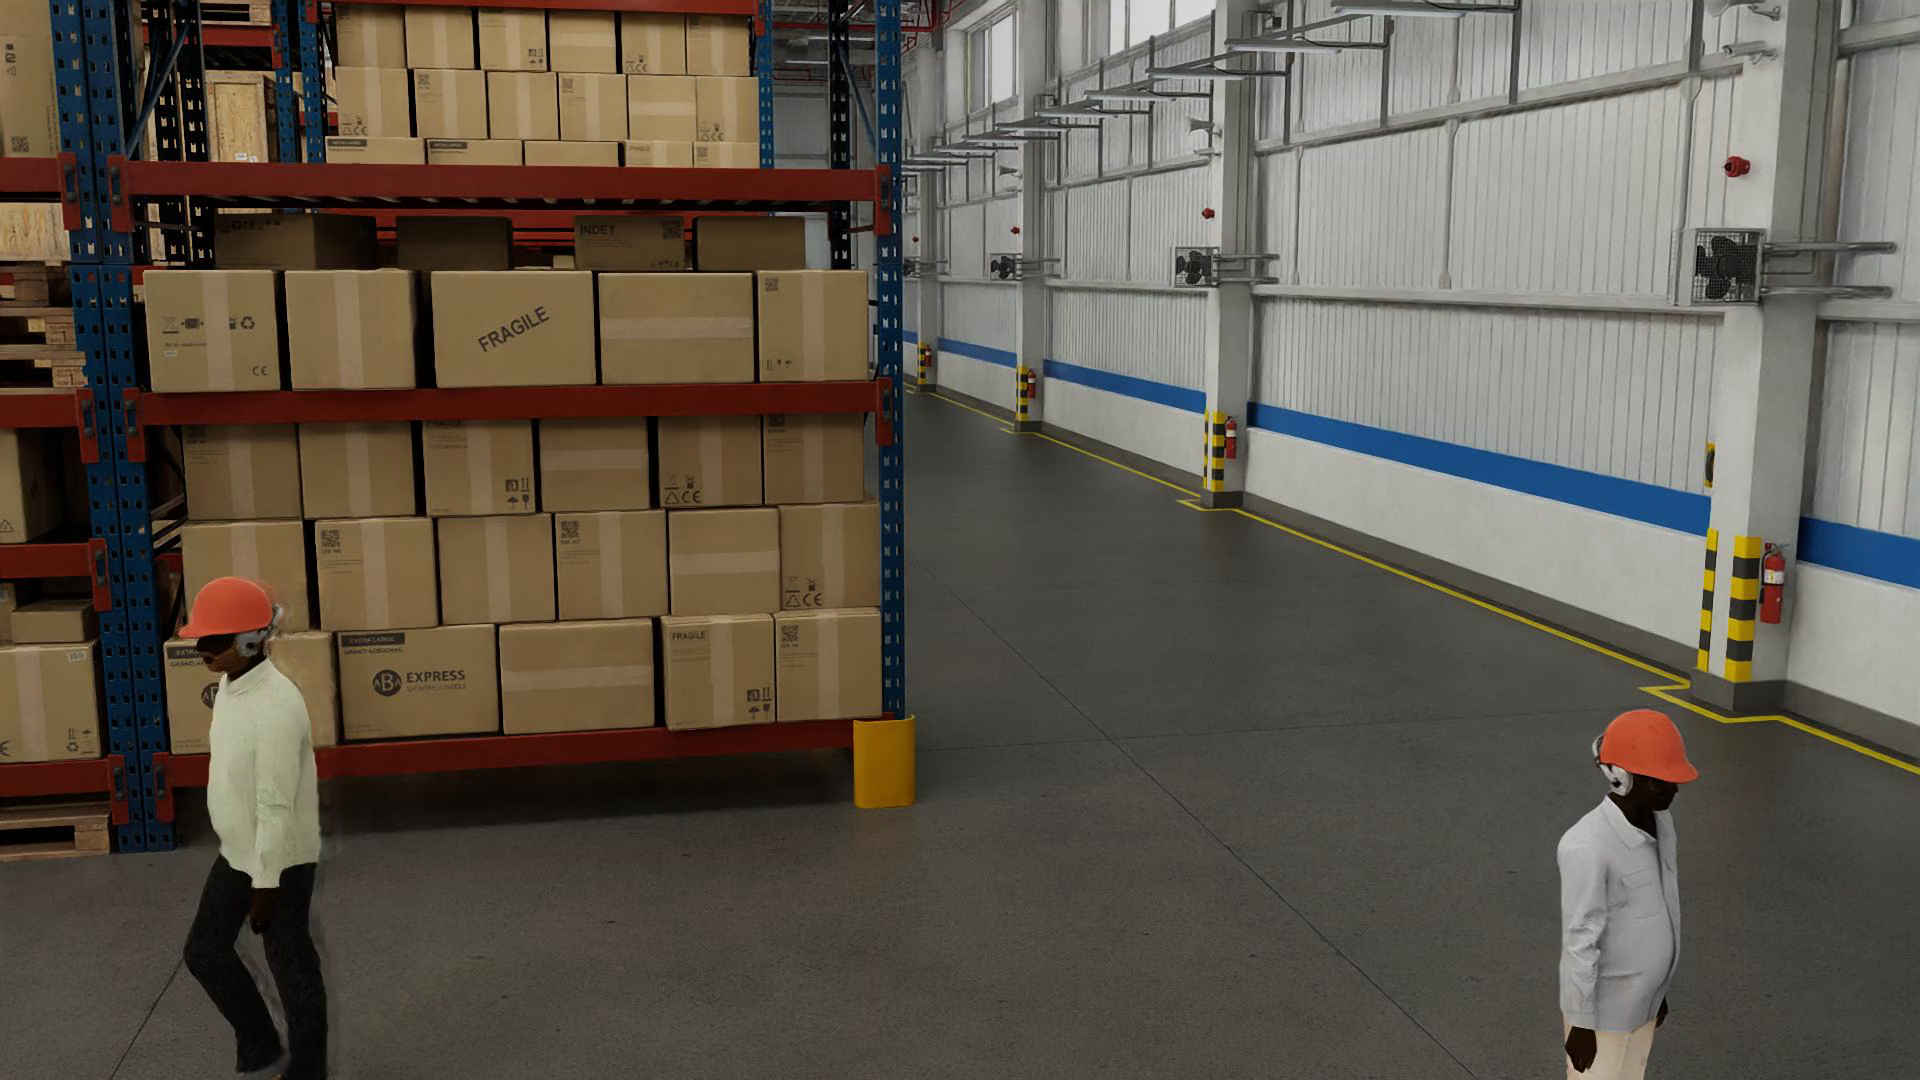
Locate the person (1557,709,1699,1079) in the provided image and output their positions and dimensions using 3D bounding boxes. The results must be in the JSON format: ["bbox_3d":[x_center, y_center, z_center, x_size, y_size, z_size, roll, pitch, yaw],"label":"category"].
[{"bbox_3d":[1.986,1.354,4.975,0.572,1.749,0.341,-9,13,-44],"label":"person"}]

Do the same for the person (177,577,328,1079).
[{"bbox_3d":[-2.499,1.106,5.795,0.548,1.975,0.651,-8,12,-41],"label":"person"}]
